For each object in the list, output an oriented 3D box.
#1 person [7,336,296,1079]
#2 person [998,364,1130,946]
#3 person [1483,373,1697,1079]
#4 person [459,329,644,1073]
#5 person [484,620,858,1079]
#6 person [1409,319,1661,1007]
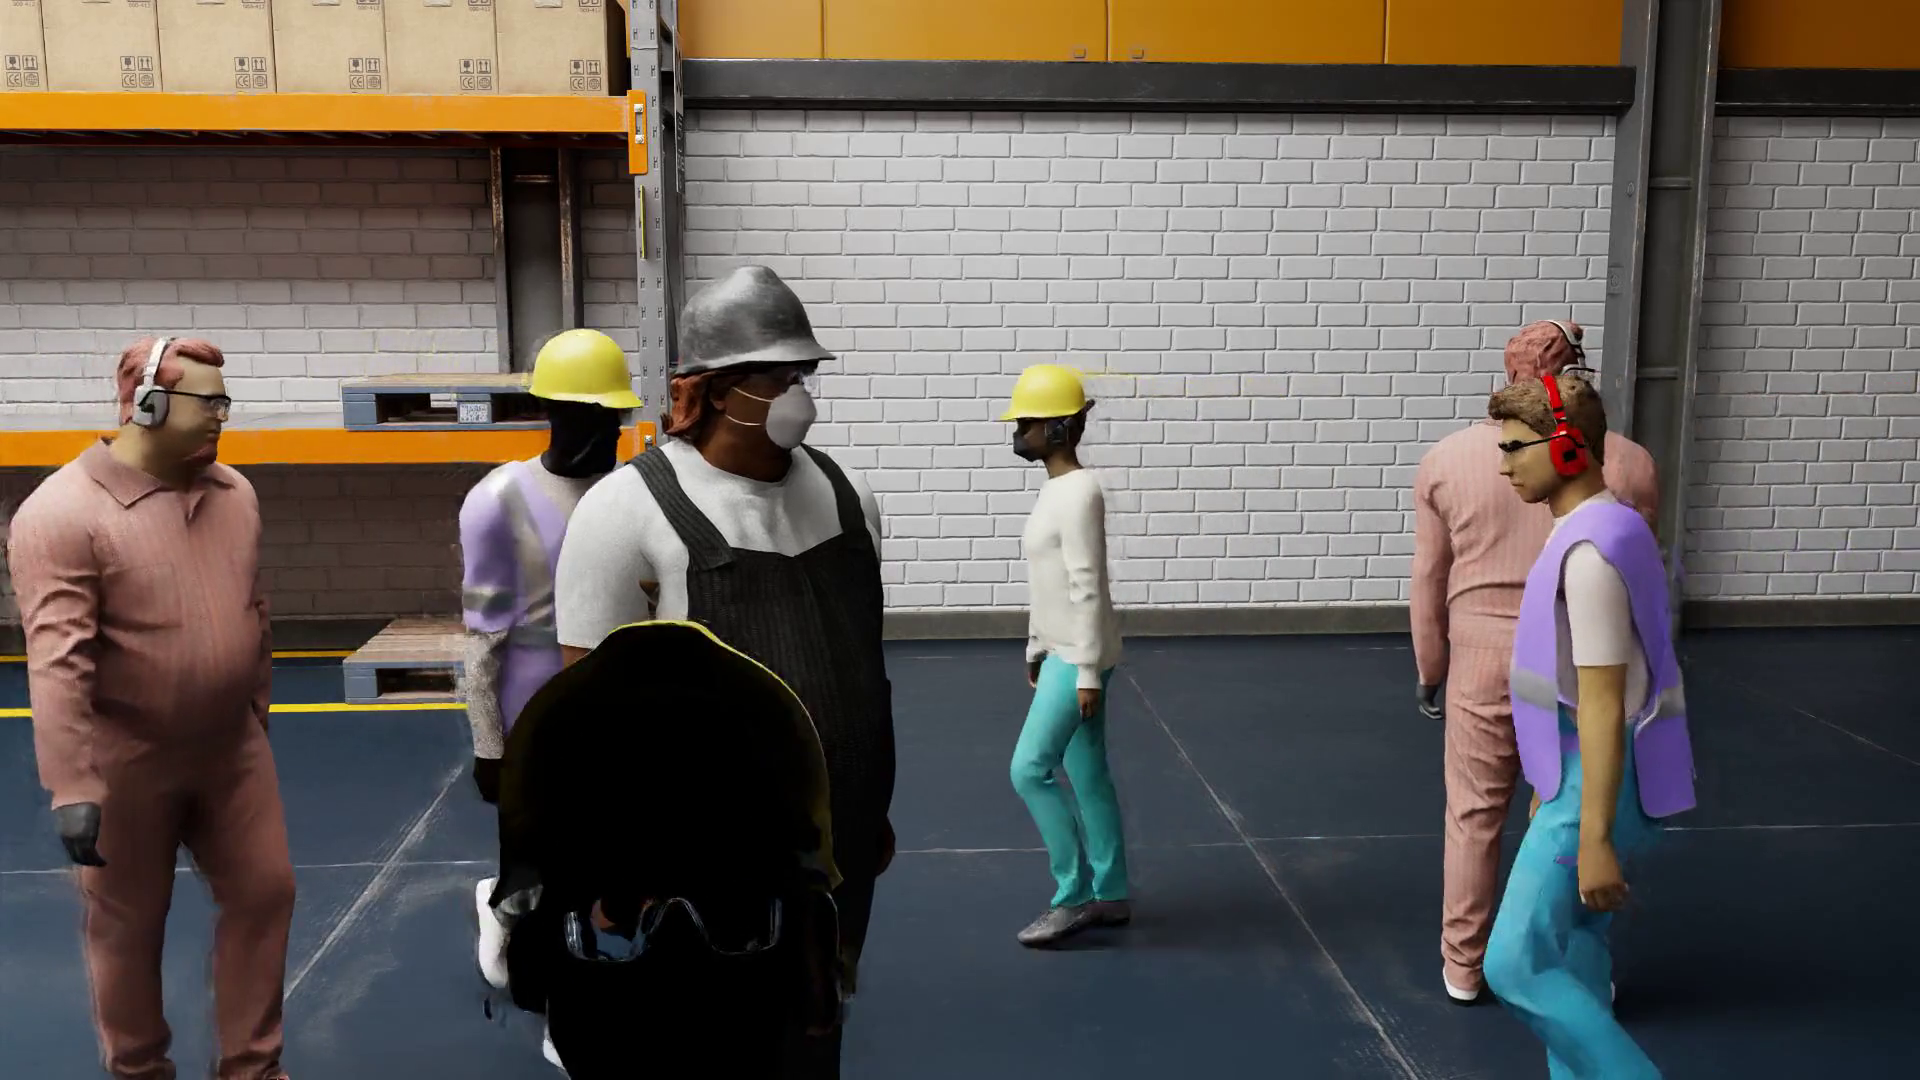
[{"bbox_3d":[-1.787,0.490,3.781,0.540,1.884,0.732,5,10,27],"label":"person"},{"bbox_3d":[0.311,0.354,4.999,0.512,1.750,0.573,-1,9,-3],"label":"person"},{"bbox_3d":[1.334,0.557,3.551,0.486,1.815,0.611,4,10,22],"label":"person"},{"bbox_3d":[-1.075,0.402,4.298,0.707,1.903,0.587,7,11,37],"label":"person"},{"bbox_3d":[-0.165,0.960,1.057,0.626,1.811,0.452,-1,9,-5],"label":"person"},{"bbox_3d":[1.560,0.357,4.549,0.642,1.905,0.399,5,10,27],"label":"person"}]
